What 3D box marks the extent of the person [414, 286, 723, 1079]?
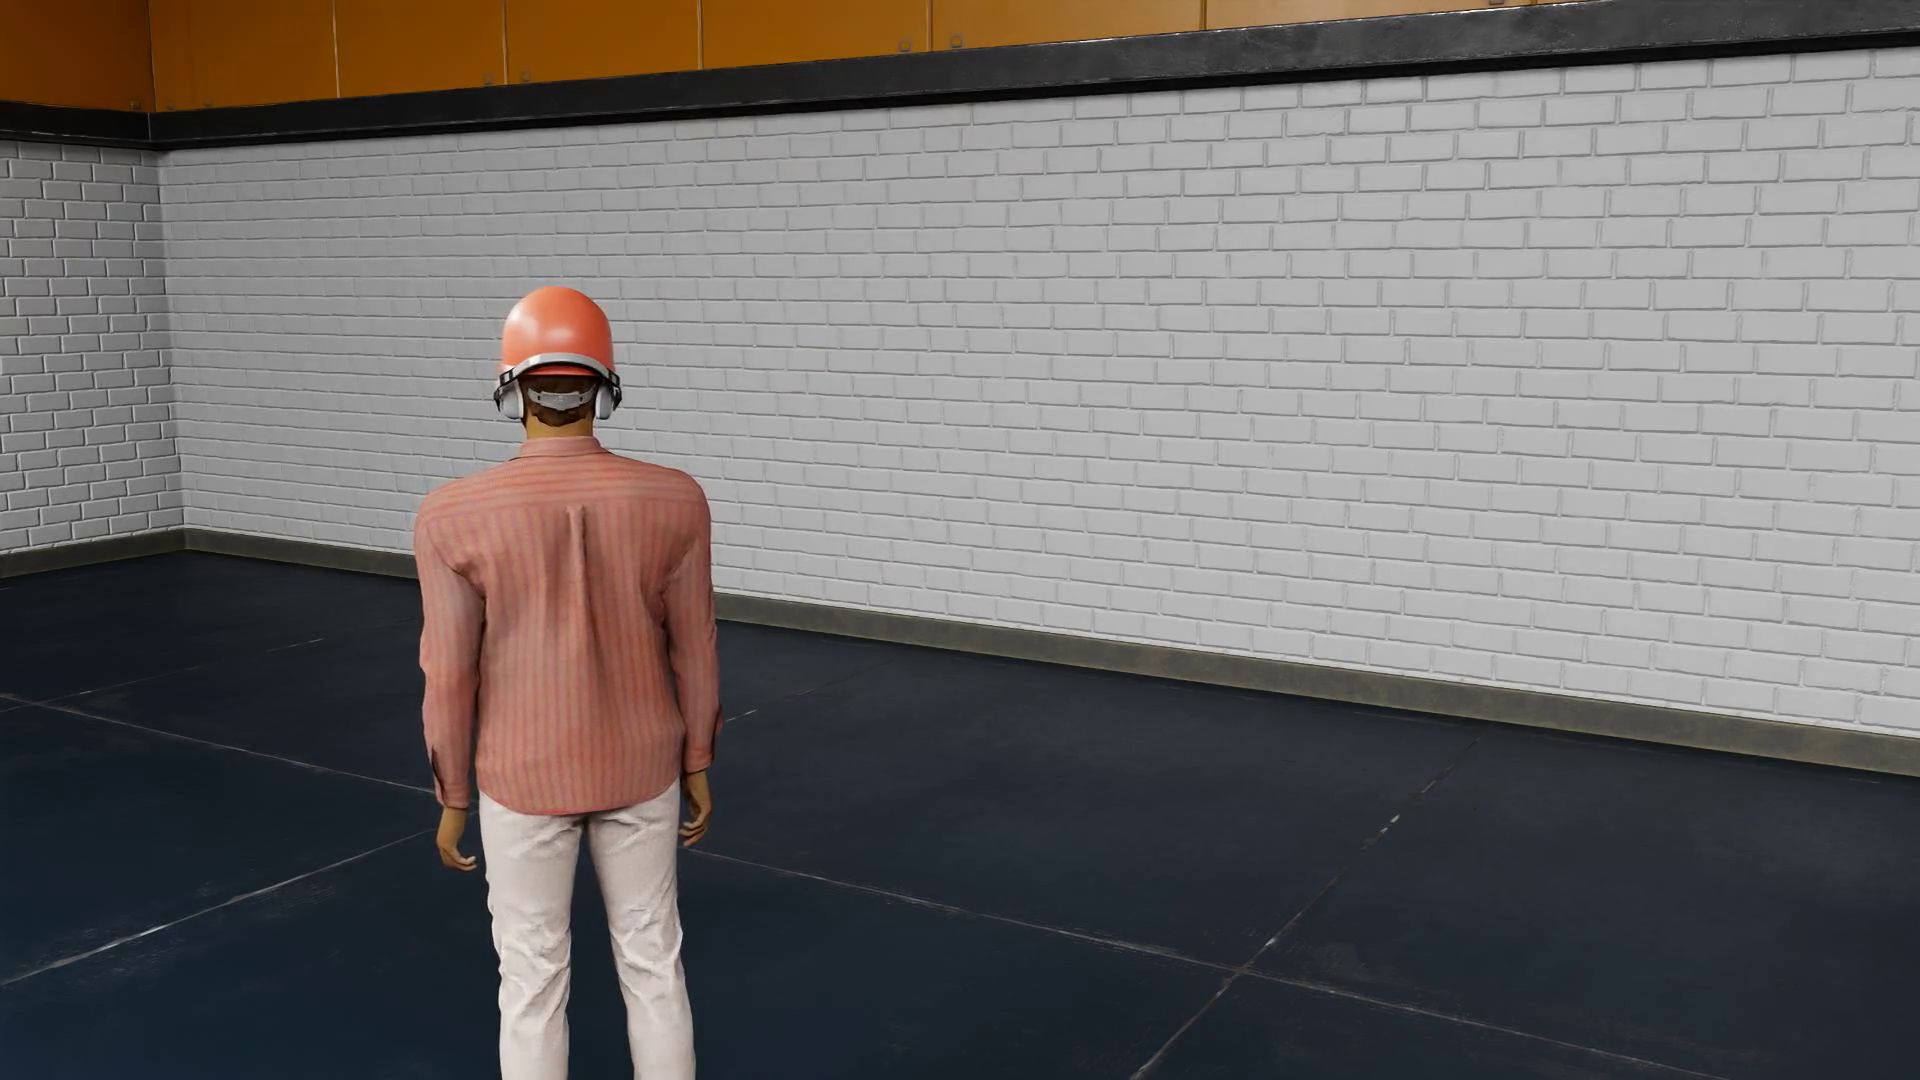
[{"bbox_3d":[-0.795,0.482,3.455,0.609,1.995,0.376,-4,10,-24],"label":"person"}]
